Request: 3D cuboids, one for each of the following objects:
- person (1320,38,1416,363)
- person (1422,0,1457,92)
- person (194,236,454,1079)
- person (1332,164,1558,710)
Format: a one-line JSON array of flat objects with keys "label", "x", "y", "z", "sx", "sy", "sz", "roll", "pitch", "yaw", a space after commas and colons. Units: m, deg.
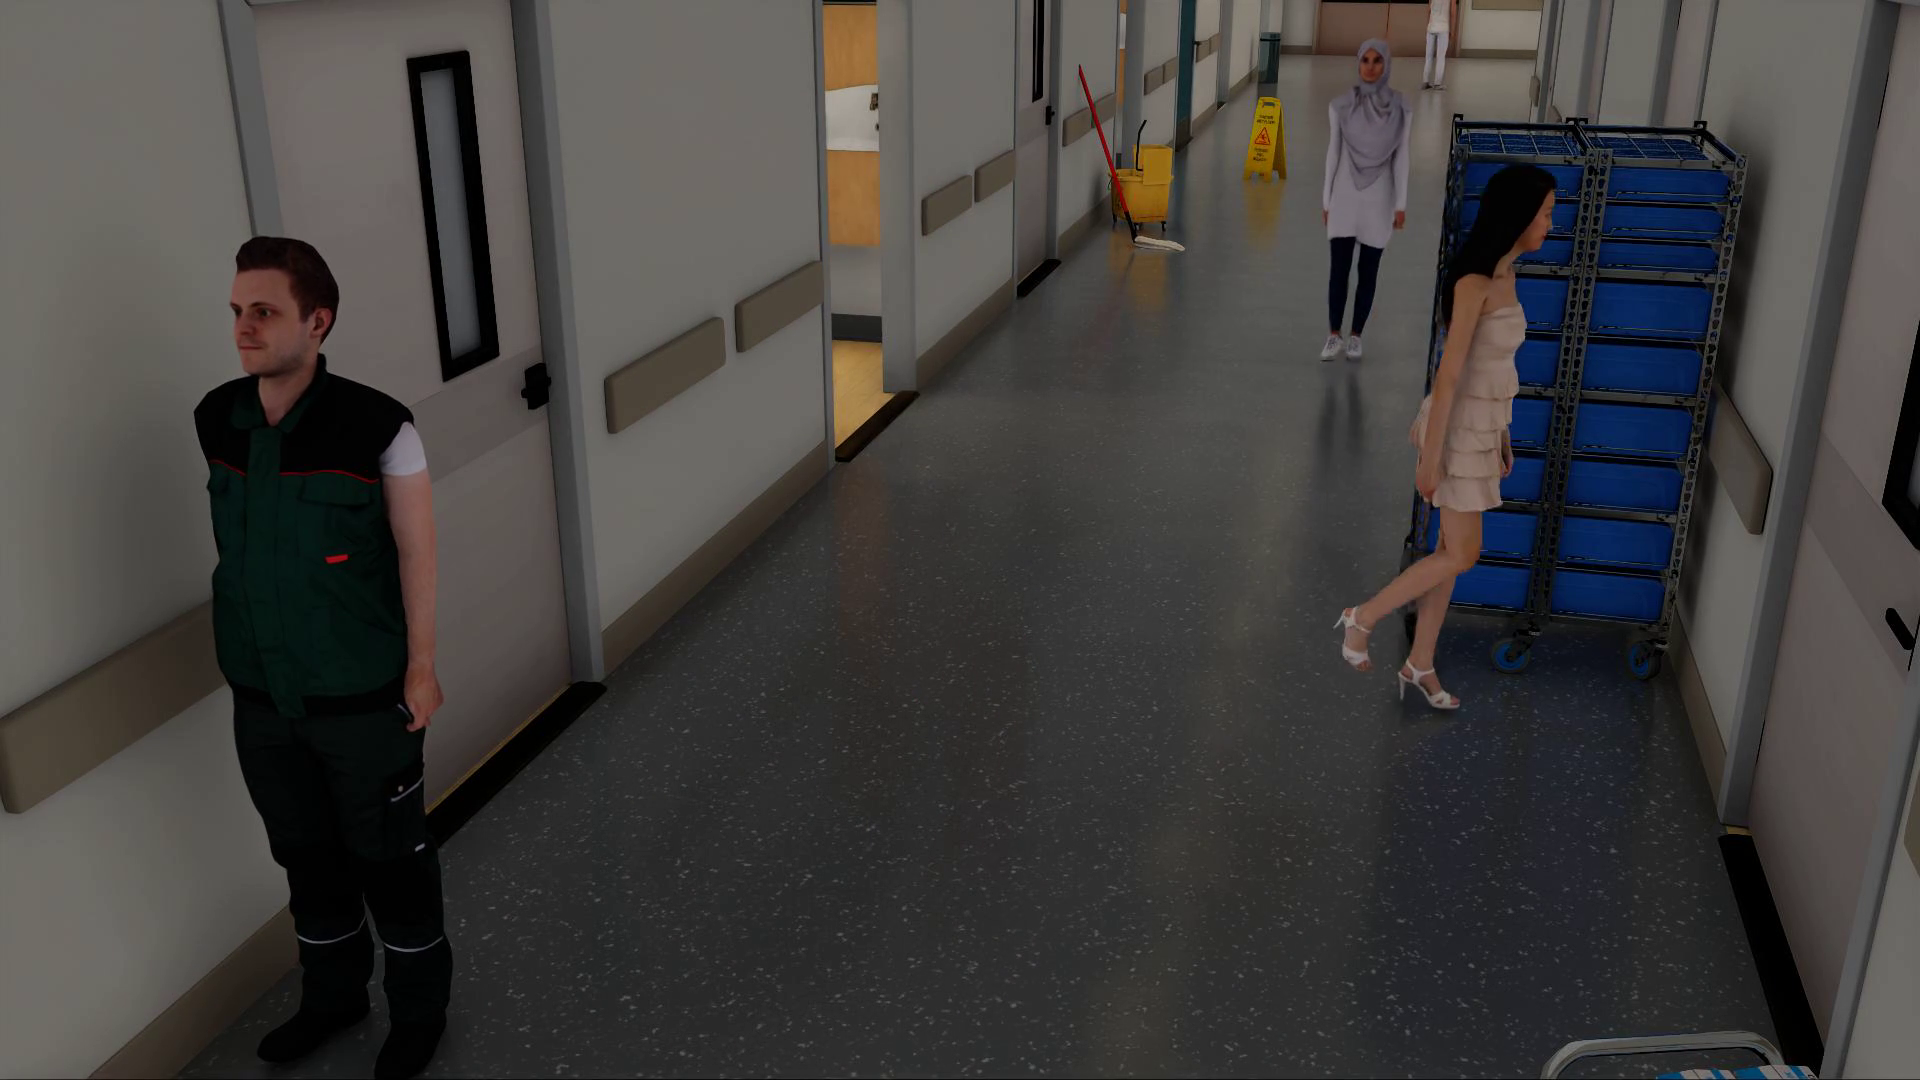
[{"label": "person", "x": 2.272, "y": -1.887, "z": 9.308, "sx": 0.610, "sy": 1.764, "sz": 0.669, "roll": 5, "pitch": 21, "yaw": 13}, {"label": "person", "x": 6.801, "y": -7.273, "z": 23.659, "sx": 0.665, "sy": 1.671, "sz": 0.677, "roll": 17, "pitch": 27, "yaw": 37}, {"label": "person", "x": -1.327, "y": 0.276, "z": 3.485, "sx": 0.635, "sy": 1.842, "sz": 0.568, "roll": 5, "pitch": 21, "yaw": 13}, {"label": "person", "x": 1.469, "y": -0.296, "z": 5.176, "sx": 0.767, "sy": 1.716, "sz": 0.751, "roll": 14, "pitch": 25, "yaw": 33}]
